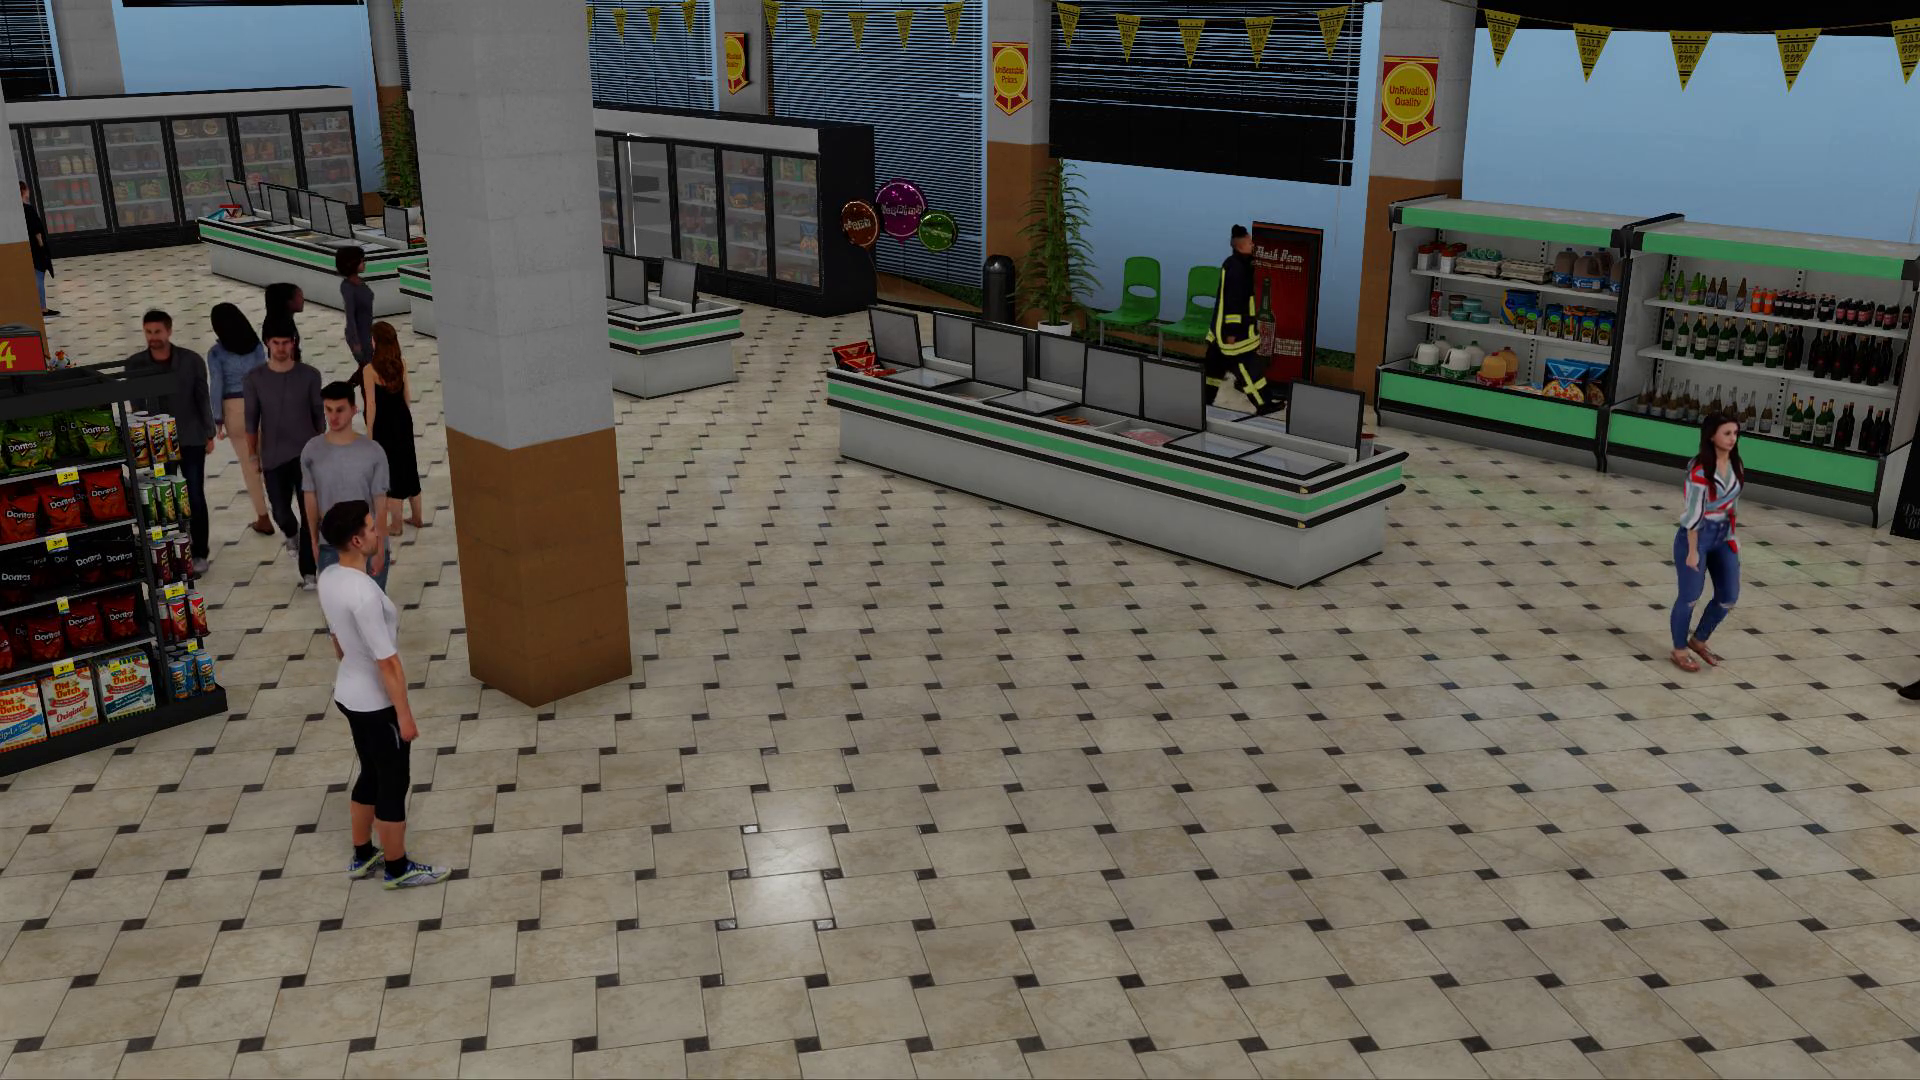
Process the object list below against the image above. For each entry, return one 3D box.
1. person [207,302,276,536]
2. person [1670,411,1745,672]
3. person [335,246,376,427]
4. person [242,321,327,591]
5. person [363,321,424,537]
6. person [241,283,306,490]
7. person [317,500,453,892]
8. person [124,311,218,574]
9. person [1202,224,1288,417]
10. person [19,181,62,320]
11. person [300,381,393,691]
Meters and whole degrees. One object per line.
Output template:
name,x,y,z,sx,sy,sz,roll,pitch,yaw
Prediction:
person,-5.268,-0.879,12.394,0.638,1.759,0.670,-16,24,-39
person,4.441,-0.004,10.043,0.693,1.604,0.709,-5,19,-15
person,-5.635,-1.872,15.437,0.928,1.698,0.869,0,19,0
person,-4.617,-0.604,11.478,0.965,1.825,1.169,-7,20,-19
person,-4.268,-0.843,12.498,0.645,1.625,0.625,10,21,28
person,-5.533,-1.209,13.478,0.798,1.694,0.869,-12,22,-32
person,-2.679,0.708,7.536,0.762,1.857,0.560,-15,24,-37
person,-5.529,-0.710,11.749,1.001,1.853,1.163,-5,19,-15
person,2.513,-2.043,15.753,1.265,1.820,1.197,0,19,1
person,-11.502,-3.593,20.562,0.605,1.684,0.758,9,21,25
person,-3.504,-0.029,9.701,0.794,1.871,0.837,-2,19,-6
